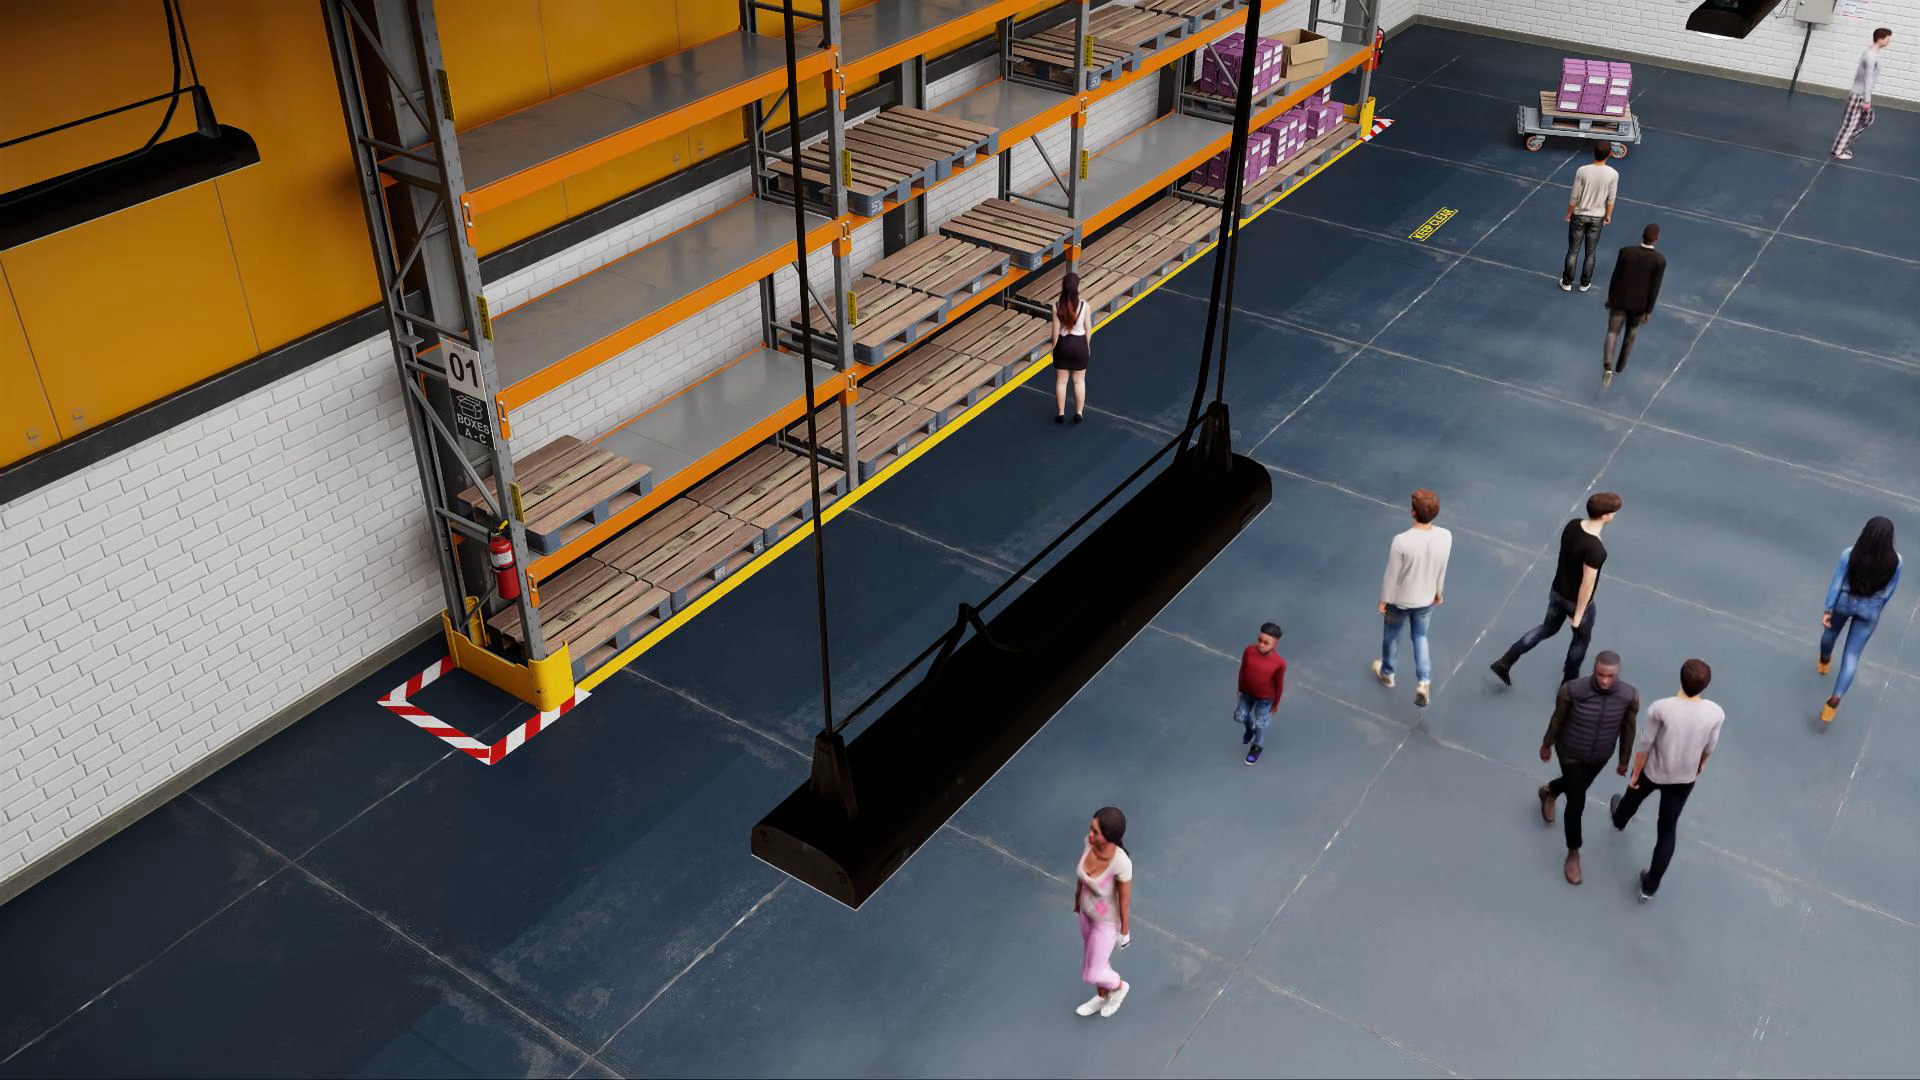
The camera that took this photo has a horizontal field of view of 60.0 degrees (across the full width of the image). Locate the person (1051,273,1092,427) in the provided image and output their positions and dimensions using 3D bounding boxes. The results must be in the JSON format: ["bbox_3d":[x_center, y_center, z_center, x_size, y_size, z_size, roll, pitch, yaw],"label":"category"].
[{"bbox_3d":[1.111,-1.911,16.747,0.639,1.651,0.674,0,34,0],"label":"person"}]

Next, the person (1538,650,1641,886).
[{"bbox_3d":[4.331,1.433,11.586,1.102,1.795,1.280,1,34,2],"label":"person"}]

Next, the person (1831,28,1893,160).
[{"bbox_3d":[12.364,-6.174,22.991,0.750,1.838,0.623,16,37,23],"label":"person"}]

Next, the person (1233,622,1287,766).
[{"bbox_3d":[2.285,1.110,12.567,0.505,1.247,0.556,22,39,29],"label":"person"}]

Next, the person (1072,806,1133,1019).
[{"bbox_3d":[0.950,2.314,10.321,0.762,1.729,0.717,-18,38,-26],"label":"person"}]

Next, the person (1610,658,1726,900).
[{"bbox_3d":[4.806,1.648,11.261,0.996,1.796,1.256,6,34,9],"label":"person"}]

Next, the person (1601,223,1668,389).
[{"bbox_3d":[7.004,-2.434,17.427,0.812,1.769,1.161,14,36,19],"label":"person"}]

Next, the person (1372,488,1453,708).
[{"bbox_3d":[3.549,0.481,12.935,1.045,1.888,1.125,-4,34,-6],"label":"person"}]

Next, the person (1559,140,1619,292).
[{"bbox_3d":[7.340,-3.783,19.420,0.715,1.811,0.665,8,34,12],"label":"person"}]

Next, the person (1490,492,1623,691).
[{"bbox_3d":[4.694,0.443,13.006,1.201,1.872,1.114,-7,34,-11],"label":"person"}]

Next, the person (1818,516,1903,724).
[{"bbox_3d":[6.935,0.643,12.900,0.717,1.656,1.250,16,37,23],"label":"person"}]
